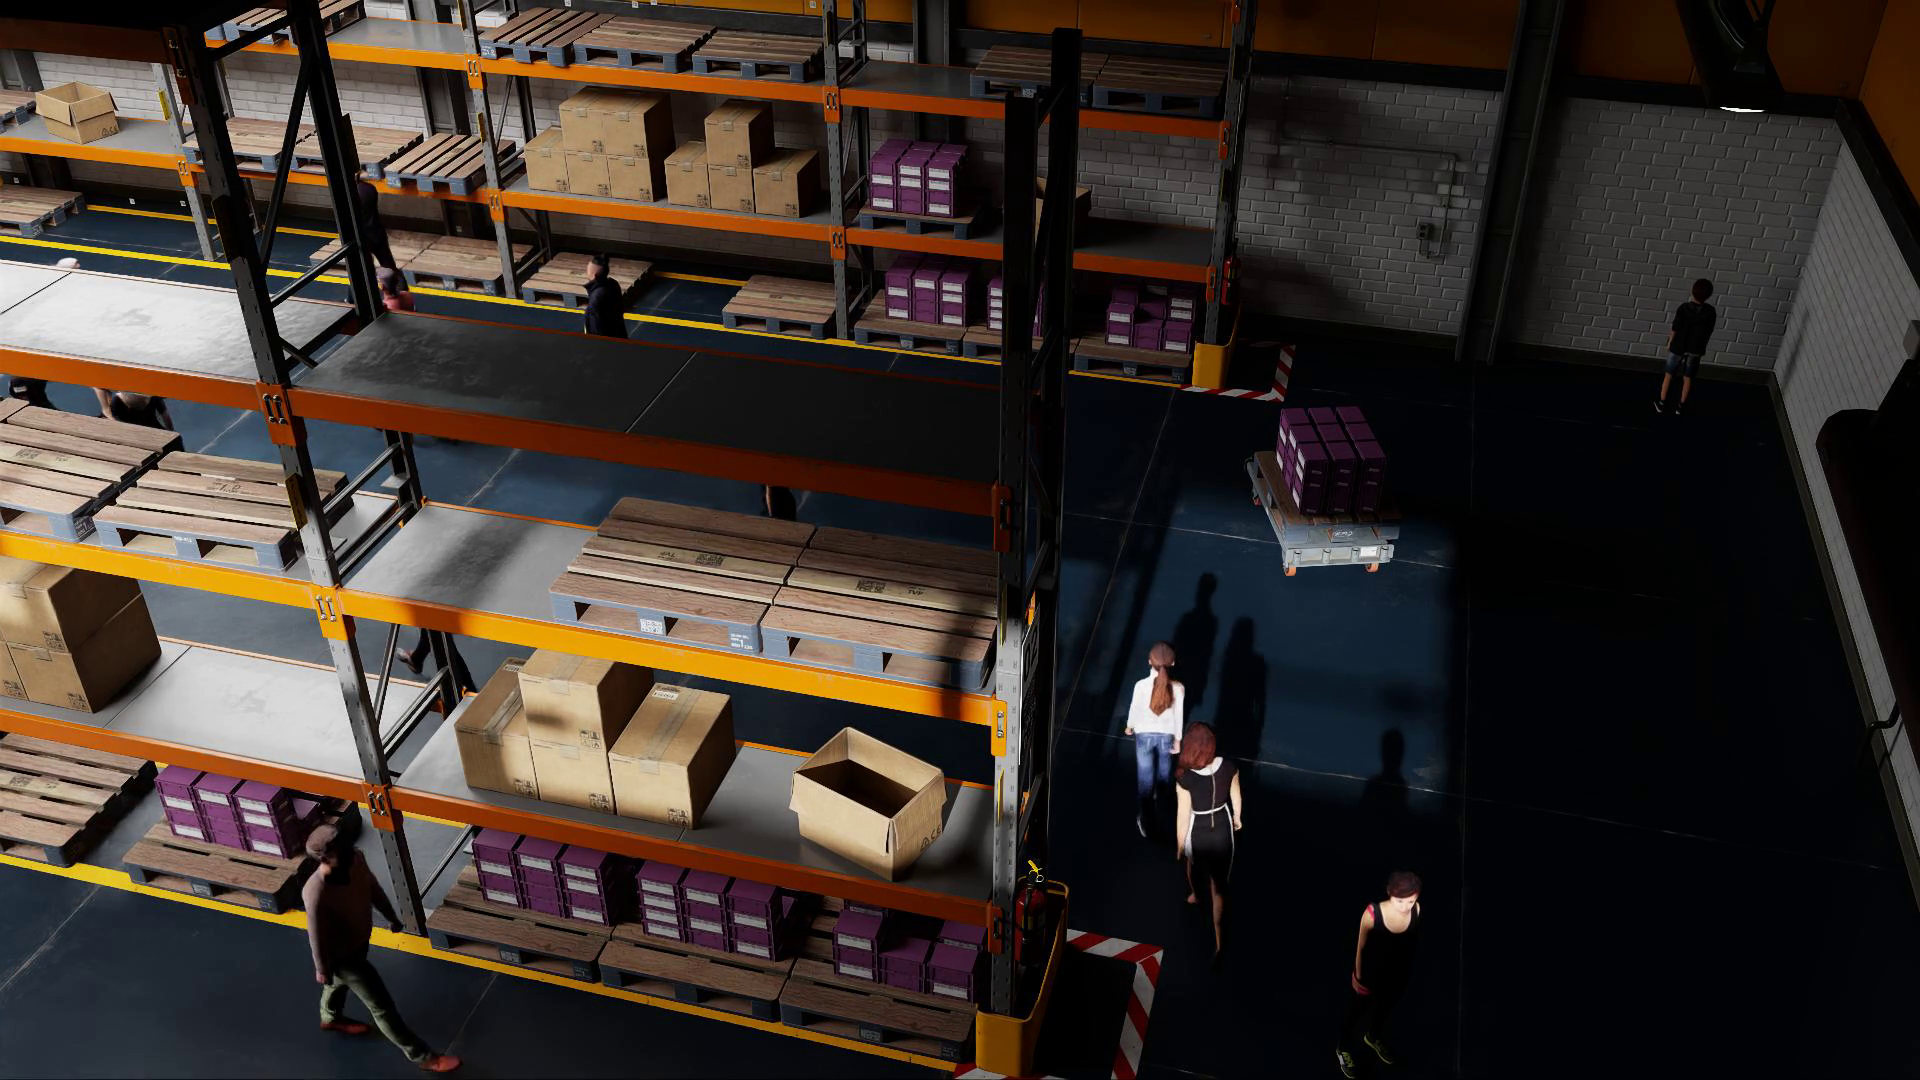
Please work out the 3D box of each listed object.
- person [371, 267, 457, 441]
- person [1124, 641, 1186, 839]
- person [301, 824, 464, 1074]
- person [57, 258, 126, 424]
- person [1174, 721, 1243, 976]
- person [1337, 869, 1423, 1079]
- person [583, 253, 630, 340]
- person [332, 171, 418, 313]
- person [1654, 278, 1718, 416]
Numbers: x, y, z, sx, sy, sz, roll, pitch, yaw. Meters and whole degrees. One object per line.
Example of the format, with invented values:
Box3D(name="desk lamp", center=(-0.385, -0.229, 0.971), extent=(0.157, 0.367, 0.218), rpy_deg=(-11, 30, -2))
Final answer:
Box3D(name="person", center=(-5.223, -1.723, 15.910), extent=(1.252, 1.775, 0.784), rpy_deg=(12, 35, 17))
Box3D(name="person", center=(1.344, 1.405, 11.417), extent=(0.850, 1.538, 0.754), rpy_deg=(-3, 34, -5))
Box3D(name="person", center=(-3.641, 2.368, 9.714), extent=(1.266, 1.820, 0.759), rpy_deg=(6, 34, 9))
Box3D(name="person", center=(-8.501, -1.952, 16.282), extent=(0.738, 1.744, 0.711), rpy_deg=(-11, 35, -16))
Box3D(name="person", center=(1.569, 1.946, 10.412), extent=(1.135, 1.750, 1.063), rpy_deg=(-5, 34, -8))
Box3D(name="person", center=(2.474, 2.499, 9.760), extent=(0.603, 1.551, 0.685), rpy_deg=(-12, 35, -17))
Box3D(name="person", center=(-3.401, -1.919, 16.128), extent=(0.694, 1.860, 0.755), rpy_deg=(6, 34, 8))
Box3D(name="person", center=(-6.353, -3.218, 18.161), extent=(1.211, 1.773, 0.704), rpy_deg=(9, 35, 14))
Box3D(name="person", center=(7.219, -1.925, 16.511), extent=(0.469, 1.445, 0.604), rpy_deg=(11, 35, 16))
